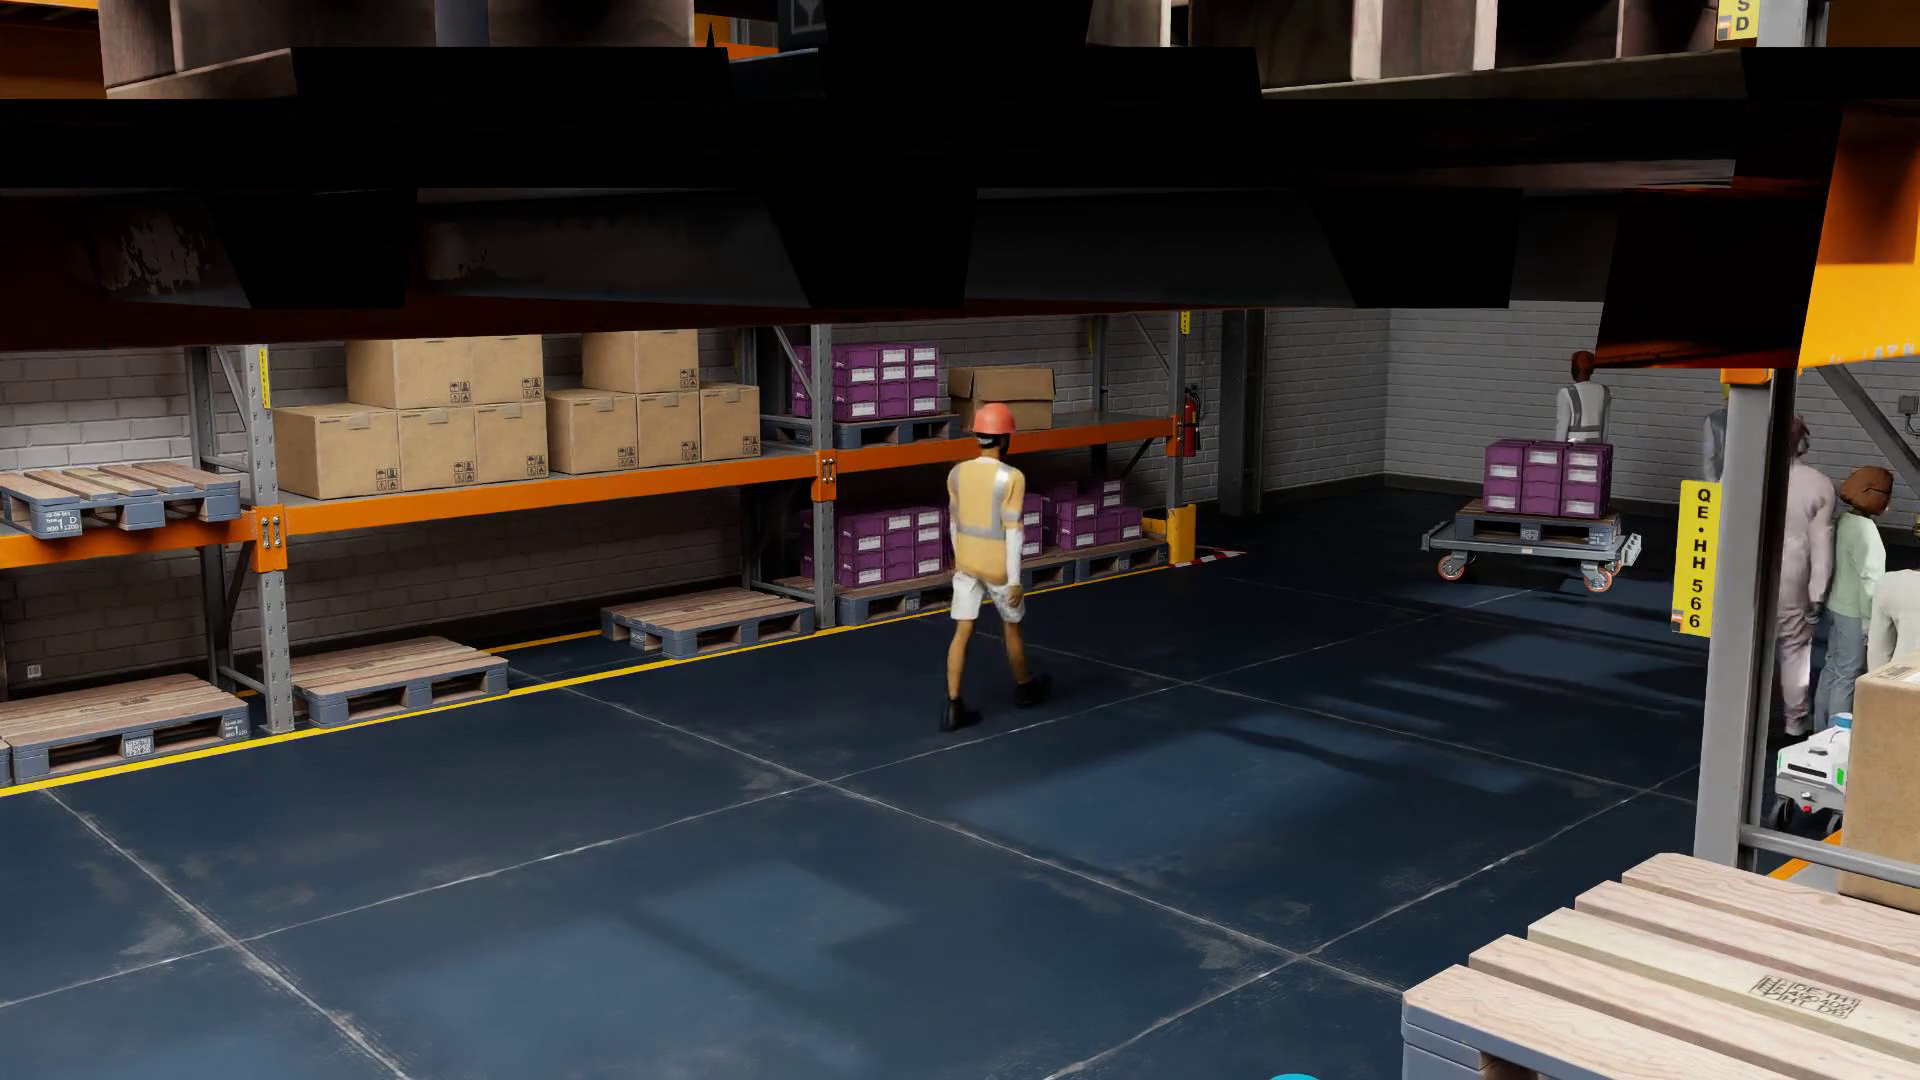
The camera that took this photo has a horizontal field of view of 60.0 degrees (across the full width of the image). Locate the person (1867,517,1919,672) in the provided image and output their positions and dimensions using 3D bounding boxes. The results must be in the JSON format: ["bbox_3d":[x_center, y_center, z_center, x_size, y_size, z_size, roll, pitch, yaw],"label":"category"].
[{"bbox_3d":[4.007,0.694,6.878,0.316,1.769,0.523,-5,11,-26],"label":"person"}]

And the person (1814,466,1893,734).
[{"bbox_3d":[4.798,0.412,8.919,0.279,1.633,0.498,2,10,11],"label":"person"}]

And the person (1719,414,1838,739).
[{"bbox_3d":[4.577,0.224,9.329,0.661,1.871,0.880,8,13,39],"label":"person"}]

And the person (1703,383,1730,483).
[{"bbox_3d":[6.280,-0.439,13.403,0.593,1.799,0.635,4,11,24],"label":"person"}]

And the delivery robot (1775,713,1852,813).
[{"bbox_3d":[4.226,1.070,7.947,0.707,0.478,0.477,-7,12,-35],"label":"delivery robot"}]

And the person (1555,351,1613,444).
[{"bbox_3d":[5.649,-0.784,15.189,0.574,1.884,0.356,-4,10,-21],"label":"person"}]

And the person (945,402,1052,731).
[{"bbox_3d":[0.202,0.134,9.804,0.565,1.882,0.975,7,12,35],"label":"person"}]
